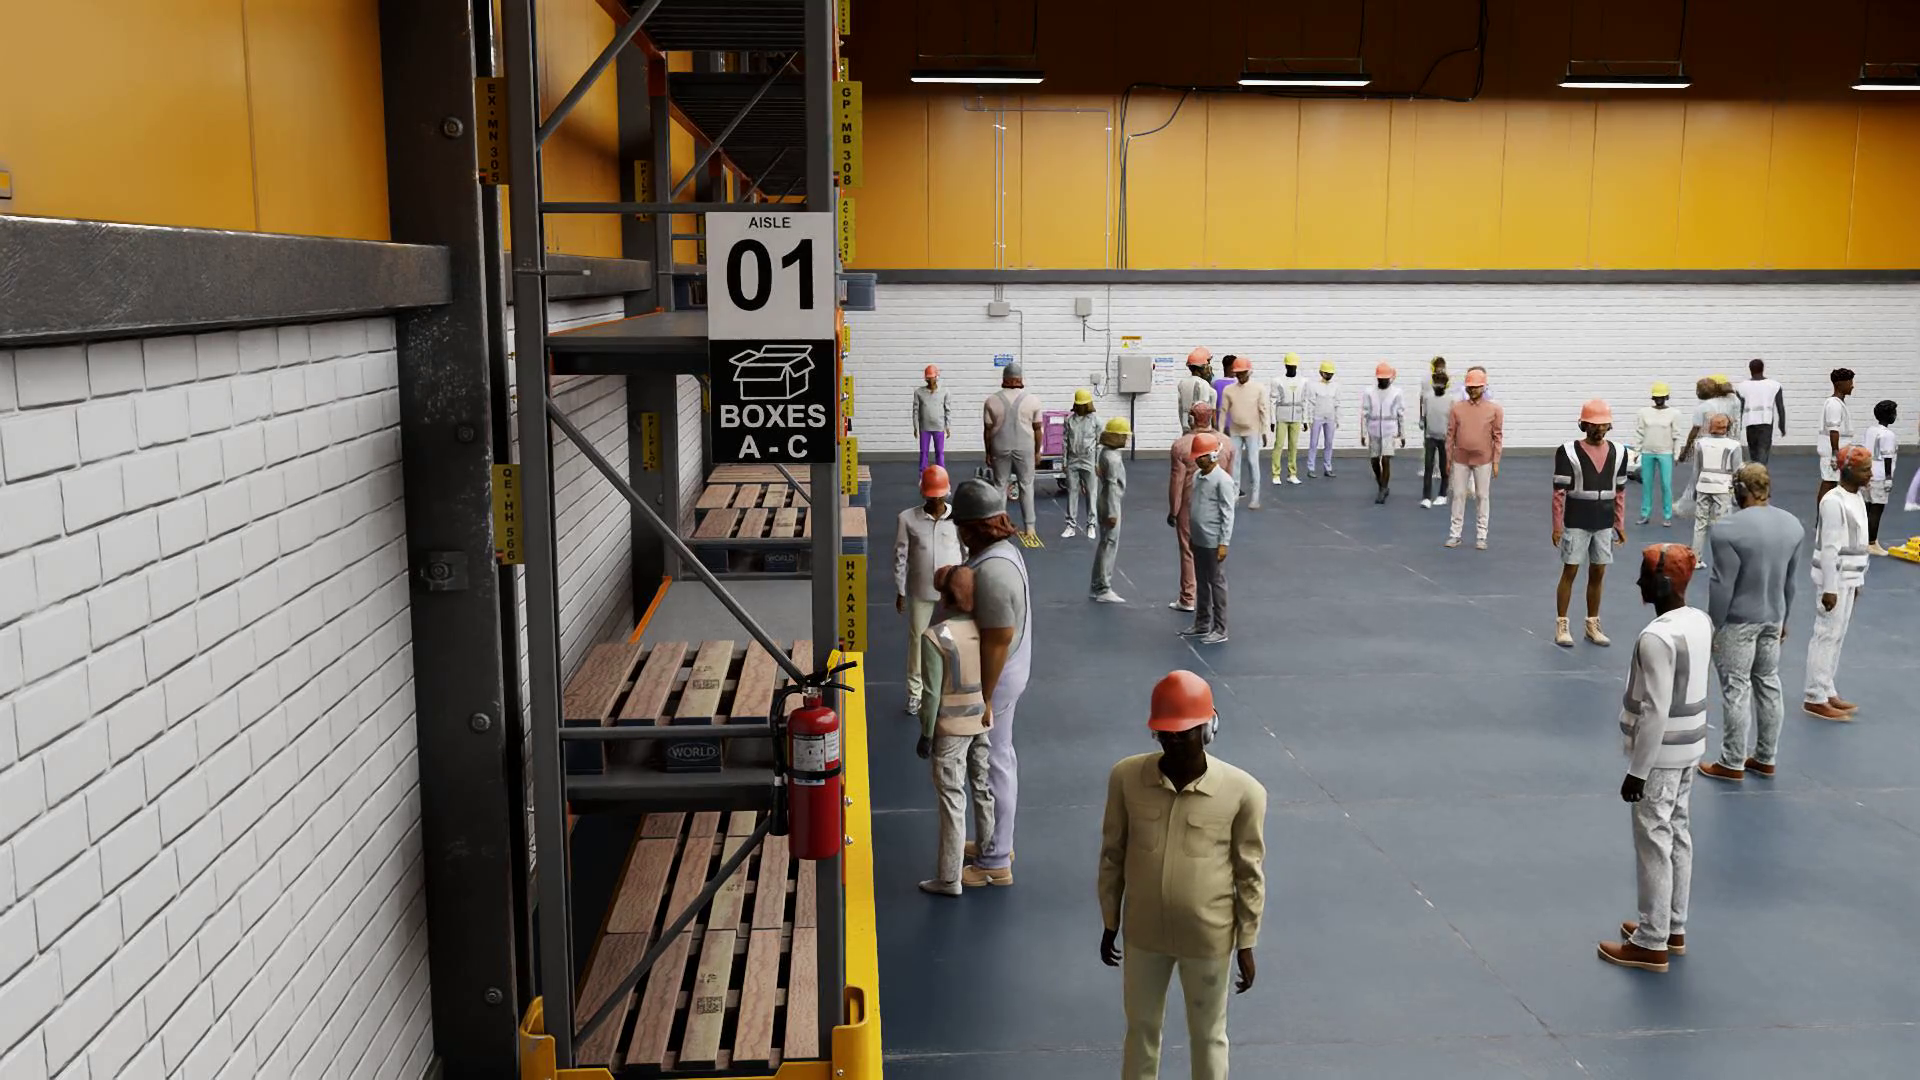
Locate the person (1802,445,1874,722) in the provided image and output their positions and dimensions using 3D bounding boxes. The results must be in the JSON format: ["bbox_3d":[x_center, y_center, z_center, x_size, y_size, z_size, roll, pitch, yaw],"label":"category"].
[{"bbox_3d":[6.031,0.287,11.405,0.337,1.882,0.584,8,12,41],"label":"person"}]

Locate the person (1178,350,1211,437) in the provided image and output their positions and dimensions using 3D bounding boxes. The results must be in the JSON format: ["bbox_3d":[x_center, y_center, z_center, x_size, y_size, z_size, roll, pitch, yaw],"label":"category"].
[{"bbox_3d":[3.131,-1.487,22.036,0.365,2.048,0.608,-5,10,-30],"label":"person"}]

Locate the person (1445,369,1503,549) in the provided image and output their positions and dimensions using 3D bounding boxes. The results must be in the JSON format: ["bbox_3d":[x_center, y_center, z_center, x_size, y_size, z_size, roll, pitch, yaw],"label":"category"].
[{"bbox_3d":[5.696,-0.895,18.479,0.613,1.994,0.380,5,10,27],"label":"person"}]

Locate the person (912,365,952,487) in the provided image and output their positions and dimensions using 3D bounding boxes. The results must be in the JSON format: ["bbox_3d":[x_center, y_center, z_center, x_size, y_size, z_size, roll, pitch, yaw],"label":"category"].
[{"bbox_3d":[-0.406,-1.635,23.883,0.570,1.751,0.329,0,9,3],"label":"person"}]

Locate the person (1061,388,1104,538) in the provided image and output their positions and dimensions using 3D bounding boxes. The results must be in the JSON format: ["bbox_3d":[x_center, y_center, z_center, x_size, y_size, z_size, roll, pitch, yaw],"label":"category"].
[{"bbox_3d":[1.407,-0.883,19.204,0.485,1.741,0.302,3,9,17],"label":"person"}]

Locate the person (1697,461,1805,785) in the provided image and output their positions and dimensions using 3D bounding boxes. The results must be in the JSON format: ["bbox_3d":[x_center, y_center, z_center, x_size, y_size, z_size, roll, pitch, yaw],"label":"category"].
[{"bbox_3d":[4.706,0.497,9.938,0.629,1.931,0.371,-3,10,-18],"label":"person"}]

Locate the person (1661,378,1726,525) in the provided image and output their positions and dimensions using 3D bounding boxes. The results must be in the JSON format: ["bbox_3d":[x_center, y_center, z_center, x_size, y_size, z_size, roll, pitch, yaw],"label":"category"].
[{"bbox_3d":[9.054,-1.081,20.295,0.498,1.792,0.980,-7,12,-38],"label":"person"}]

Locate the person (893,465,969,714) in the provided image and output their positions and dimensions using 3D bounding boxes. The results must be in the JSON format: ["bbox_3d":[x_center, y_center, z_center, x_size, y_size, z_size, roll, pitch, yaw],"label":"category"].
[{"bbox_3d":[-0.173,0.343,11.489,0.574,1.740,0.345,-1,9,-4],"label":"person"}]

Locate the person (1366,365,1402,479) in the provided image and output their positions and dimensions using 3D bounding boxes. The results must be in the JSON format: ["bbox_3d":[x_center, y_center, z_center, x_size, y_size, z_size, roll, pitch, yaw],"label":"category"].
[{"bbox_3d":[6.232,-1.720,24.534,0.595,1.720,0.706,6,11,32],"label":"person"}]

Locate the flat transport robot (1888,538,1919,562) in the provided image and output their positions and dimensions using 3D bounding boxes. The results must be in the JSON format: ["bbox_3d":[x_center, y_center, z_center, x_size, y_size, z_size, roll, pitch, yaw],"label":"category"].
[{"bbox_3d":[10.717,0.104,17.602,1.431,0.197,0.652,0,9,-2],"label":"flat transport robot"}]

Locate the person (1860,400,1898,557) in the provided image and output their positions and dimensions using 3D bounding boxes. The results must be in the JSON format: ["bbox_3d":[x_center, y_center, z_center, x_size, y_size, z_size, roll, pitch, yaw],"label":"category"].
[{"bbox_3d":[9.944,-0.672,18.010,0.317,1.695,0.540,1,9,4],"label":"person"}]

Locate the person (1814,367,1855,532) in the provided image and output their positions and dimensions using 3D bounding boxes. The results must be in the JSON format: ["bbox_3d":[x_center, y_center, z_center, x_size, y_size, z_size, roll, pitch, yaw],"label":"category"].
[{"bbox_3d":[10.208,-1.029,19.408,0.368,1.966,0.602,4,10,23],"label":"person"}]

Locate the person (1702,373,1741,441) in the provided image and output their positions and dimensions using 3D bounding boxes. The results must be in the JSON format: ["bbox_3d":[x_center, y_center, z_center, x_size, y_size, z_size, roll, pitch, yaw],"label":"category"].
[{"bbox_3d":[10.262,-1.403,22.506,0.520,1.719,0.377,5,11,31],"label":"person"}]

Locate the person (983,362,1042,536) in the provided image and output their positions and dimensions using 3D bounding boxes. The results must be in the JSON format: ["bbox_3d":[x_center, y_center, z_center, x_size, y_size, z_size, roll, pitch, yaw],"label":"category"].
[{"bbox_3d":[0.620,-1.069,19.428,0.681,2.000,0.536,1,9,7],"label":"person"}]

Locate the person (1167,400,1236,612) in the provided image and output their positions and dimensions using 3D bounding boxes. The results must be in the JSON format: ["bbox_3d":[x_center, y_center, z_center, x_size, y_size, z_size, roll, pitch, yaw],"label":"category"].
[{"bbox_3d":[2.153,-0.303,15.022,0.643,1.913,0.411,-4,10,-22],"label":"person"}]

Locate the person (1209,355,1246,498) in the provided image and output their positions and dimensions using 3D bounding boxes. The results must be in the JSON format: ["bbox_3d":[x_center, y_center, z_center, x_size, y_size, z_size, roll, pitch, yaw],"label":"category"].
[{"bbox_3d":[3.657,-1.547,22.688,0.602,1.958,0.381,6,11,32],"label":"person"}]

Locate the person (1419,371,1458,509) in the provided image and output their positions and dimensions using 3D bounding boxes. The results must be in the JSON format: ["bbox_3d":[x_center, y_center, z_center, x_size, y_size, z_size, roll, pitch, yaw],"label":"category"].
[{"bbox_3d":[6.221,-1.296,21.633,0.522,1.791,1.010,6,11,34],"label":"person"}]

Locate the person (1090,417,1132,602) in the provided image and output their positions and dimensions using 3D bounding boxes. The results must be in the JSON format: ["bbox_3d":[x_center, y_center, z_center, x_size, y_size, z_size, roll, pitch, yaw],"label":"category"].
[{"bbox_3d":[1.412,-0.285,15.485,0.351,1.731,0.491,-1,9,-6],"label":"person"}]

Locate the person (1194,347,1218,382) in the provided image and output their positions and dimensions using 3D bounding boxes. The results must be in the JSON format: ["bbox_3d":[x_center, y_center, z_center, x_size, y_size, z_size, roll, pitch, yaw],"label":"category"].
[{"bbox_3d":[3.382,-1.679,23.293,0.409,2.035,0.613,5,10,28],"label":"person"}]

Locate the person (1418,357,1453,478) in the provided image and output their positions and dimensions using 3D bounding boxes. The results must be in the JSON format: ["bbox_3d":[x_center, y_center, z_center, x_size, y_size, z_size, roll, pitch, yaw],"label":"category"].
[{"bbox_3d":[7.141,-1.795,24.683,0.544,1.816,0.940,-4,10,-25],"label":"person"}]

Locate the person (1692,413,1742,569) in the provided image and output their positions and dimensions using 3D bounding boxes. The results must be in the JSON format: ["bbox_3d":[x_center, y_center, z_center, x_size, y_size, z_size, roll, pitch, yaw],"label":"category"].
[{"bbox_3d":[7.730,-0.481,17.023,0.312,1.634,0.514,-6,11,-35],"label":"person"}]

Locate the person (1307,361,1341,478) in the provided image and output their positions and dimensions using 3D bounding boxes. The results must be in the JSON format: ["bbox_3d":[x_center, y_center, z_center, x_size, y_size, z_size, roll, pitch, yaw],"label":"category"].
[{"bbox_3d":[5.470,-1.805,24.952,0.529,1.760,0.339,-2,9,-13],"label":"person"}]

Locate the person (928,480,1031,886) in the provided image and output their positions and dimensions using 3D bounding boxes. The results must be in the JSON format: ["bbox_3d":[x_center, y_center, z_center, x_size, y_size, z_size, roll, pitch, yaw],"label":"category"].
[{"bbox_3d":[0.082,0.698,8.331,0.535,2.000,0.688,1,9,6],"label":"person"}]

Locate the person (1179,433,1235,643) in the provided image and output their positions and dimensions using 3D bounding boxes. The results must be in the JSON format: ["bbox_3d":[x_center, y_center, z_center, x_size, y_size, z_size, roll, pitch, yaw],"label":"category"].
[{"bbox_3d":[2.037,-0.021,13.773,0.349,1.742,0.566,-4,10,-21],"label":"person"}]

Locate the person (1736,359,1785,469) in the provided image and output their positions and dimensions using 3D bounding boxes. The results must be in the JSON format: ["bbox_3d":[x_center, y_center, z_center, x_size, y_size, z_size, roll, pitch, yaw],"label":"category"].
[{"bbox_3d":[11.272,-1.617,23.457,0.672,1.865,0.934,4,10,23],"label":"person"}]

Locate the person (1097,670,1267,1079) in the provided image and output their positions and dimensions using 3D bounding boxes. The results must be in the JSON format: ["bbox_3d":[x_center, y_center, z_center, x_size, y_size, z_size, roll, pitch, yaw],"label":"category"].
[{"bbox_3d":[0.722,1.287,5.528,0.563,1.753,0.327,3,10,21],"label":"person"}]

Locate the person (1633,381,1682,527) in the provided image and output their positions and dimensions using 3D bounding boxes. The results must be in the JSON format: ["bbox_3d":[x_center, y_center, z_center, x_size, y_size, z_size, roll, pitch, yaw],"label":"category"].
[{"bbox_3d":[8.436,-1.039,20.134,0.530,1.761,0.341,7,12,39],"label":"person"}]

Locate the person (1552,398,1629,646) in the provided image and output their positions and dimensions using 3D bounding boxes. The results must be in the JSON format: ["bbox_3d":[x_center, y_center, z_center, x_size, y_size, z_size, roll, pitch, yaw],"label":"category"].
[{"bbox_3d":[5.147,-0.138,13.576,0.616,2.041,0.383,-1,9,-4],"label":"person"}]

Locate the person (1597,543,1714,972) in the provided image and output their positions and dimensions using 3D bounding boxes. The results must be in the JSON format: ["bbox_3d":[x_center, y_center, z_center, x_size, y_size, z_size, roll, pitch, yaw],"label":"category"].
[{"bbox_3d":[3.068,0.941,7.294,0.344,1.883,0.584,8,12,41],"label":"person"}]

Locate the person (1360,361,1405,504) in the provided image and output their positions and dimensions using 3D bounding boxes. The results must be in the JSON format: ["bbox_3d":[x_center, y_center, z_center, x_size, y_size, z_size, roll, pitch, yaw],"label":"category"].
[{"bbox_3d":[5.695,-1.455,22.324,0.595,1.904,0.764,4,10,25],"label":"person"}]

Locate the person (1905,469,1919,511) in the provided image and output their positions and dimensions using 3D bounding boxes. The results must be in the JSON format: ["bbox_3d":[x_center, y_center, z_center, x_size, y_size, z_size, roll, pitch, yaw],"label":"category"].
[{"bbox_3d":[12.643,-1.250,21.316,0.980,1.797,0.627,-1,9,-8],"label":"person"}]

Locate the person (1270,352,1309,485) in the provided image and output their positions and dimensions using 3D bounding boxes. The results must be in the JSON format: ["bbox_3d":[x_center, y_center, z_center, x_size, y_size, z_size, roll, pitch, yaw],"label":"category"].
[{"bbox_3d":[4.782,-1.762,24.138,0.590,1.926,0.388,-2,9,-12],"label":"person"}]

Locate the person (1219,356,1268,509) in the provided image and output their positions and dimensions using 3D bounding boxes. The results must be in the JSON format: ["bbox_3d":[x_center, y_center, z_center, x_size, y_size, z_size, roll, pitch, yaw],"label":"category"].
[{"bbox_3d":[3.700,-1.404,21.721,0.641,1.978,0.427,4,10,26],"label":"person"}]

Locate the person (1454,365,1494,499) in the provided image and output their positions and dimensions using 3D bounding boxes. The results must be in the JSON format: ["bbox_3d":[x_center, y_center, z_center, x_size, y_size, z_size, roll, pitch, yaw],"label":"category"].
[{"bbox_3d":[6.989,-1.482,22.720,0.637,1.820,0.733,-4,10,-22],"label":"person"}]

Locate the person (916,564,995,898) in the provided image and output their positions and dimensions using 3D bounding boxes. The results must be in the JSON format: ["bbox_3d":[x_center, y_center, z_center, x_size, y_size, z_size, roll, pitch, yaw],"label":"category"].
[{"bbox_3d":[0.007,0.930,8.144,0.514,1.637,0.309,-8,12,-42],"label":"person"}]
